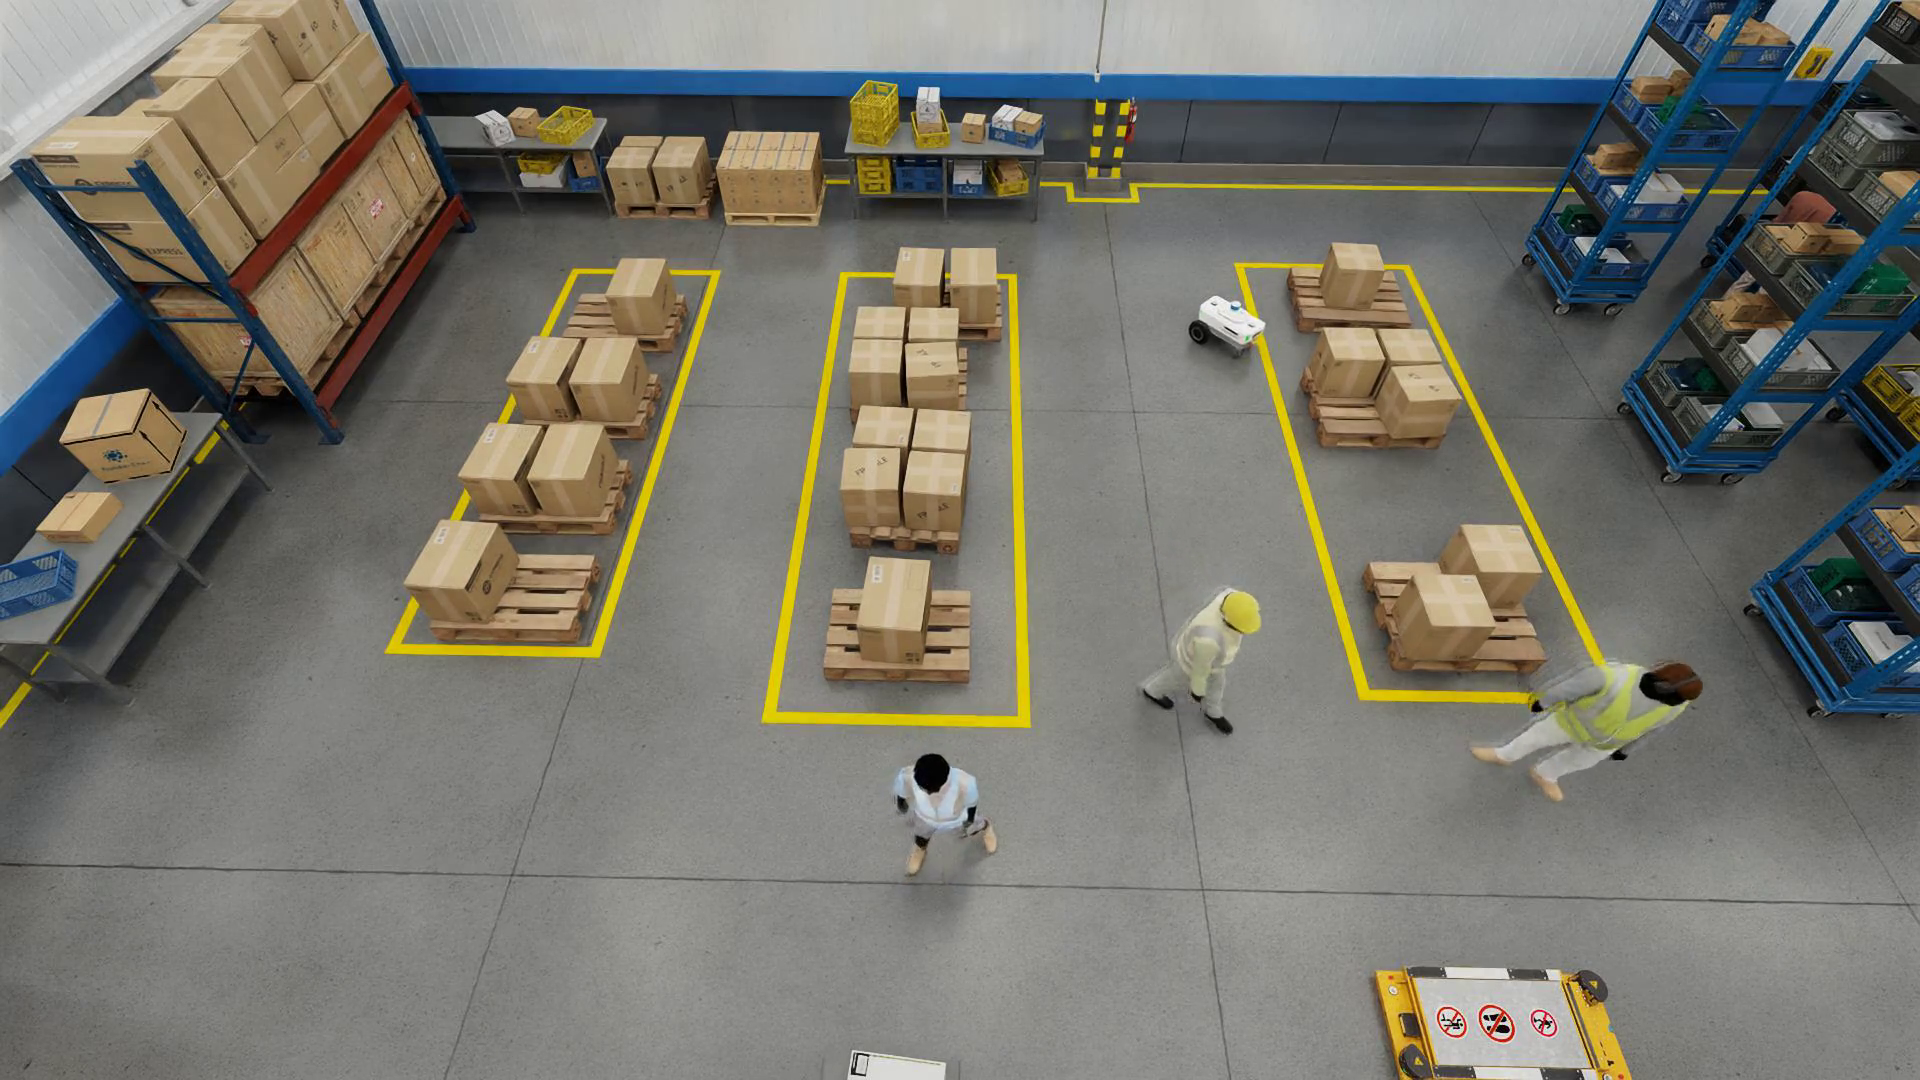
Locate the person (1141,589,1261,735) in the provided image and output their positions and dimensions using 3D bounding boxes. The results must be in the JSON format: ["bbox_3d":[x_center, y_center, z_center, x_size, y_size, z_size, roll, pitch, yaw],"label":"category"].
[{"bbox_3d":[1.837,0.878,6.781,0.872,1.779,0.616,33,58,24],"label":"person"}]

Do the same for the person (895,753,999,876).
[{"bbox_3d":[-0.070,1.770,6.126,0.728,1.674,0.480,5,51,4],"label":"person"}]

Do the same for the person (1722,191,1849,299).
[{"bbox_3d":[8.913,-3.077,9.885,0.411,1.980,0.628,-20,54,-15],"label":"person"}]

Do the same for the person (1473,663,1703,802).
[{"bbox_3d":[4.352,1.301,6.433,0.776,1.810,0.433,19,53,15],"label":"person"}]

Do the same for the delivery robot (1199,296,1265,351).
[{"bbox_3d":[3.021,-2.431,10.210,0.477,0.478,0.707,-34,59,-24],"label":"delivery robot"}]

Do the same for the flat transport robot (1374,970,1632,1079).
[{"bbox_3d":[3.501,3.133,5.914,1.431,0.197,0.652,1,51,1],"label":"flat transport robot"}]
